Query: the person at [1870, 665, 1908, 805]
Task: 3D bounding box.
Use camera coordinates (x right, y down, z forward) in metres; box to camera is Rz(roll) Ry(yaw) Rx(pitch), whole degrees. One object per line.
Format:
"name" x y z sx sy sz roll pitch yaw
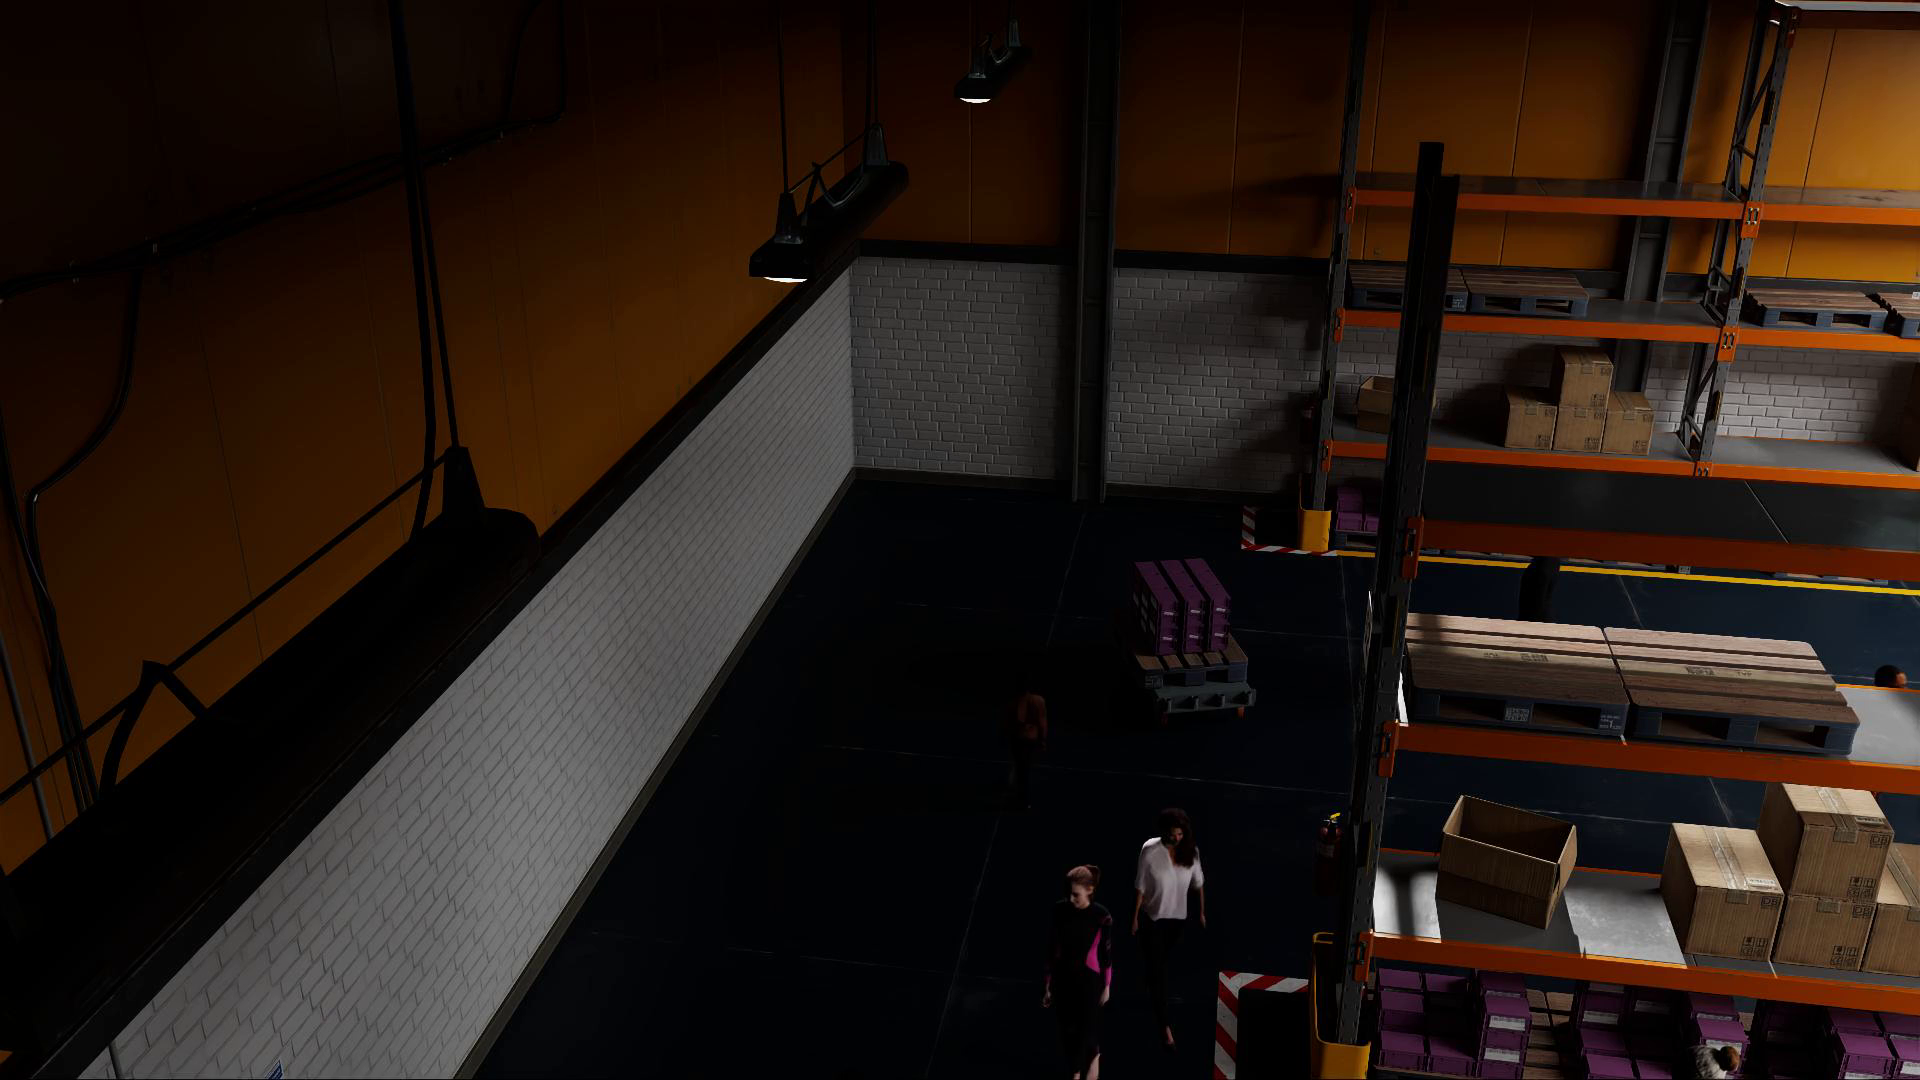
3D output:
"person" 6.853 1.810 12.684 0.635 1.907 0.713 7 25 15

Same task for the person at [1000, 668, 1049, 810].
"person" 0.544 1.672 13.833 0.772 1.240 0.768 -6 24 -14

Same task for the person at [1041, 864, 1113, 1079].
"person" 0.783 2.788 10.670 0.652 1.727 0.702 10 25 21

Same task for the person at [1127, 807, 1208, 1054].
"person" 1.323 2.513 11.270 1.044 1.751 1.023 -10 25 -21

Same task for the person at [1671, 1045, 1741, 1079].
"person" 3.893 3.448 8.958 0.696 1.890 0.715 7 25 16
